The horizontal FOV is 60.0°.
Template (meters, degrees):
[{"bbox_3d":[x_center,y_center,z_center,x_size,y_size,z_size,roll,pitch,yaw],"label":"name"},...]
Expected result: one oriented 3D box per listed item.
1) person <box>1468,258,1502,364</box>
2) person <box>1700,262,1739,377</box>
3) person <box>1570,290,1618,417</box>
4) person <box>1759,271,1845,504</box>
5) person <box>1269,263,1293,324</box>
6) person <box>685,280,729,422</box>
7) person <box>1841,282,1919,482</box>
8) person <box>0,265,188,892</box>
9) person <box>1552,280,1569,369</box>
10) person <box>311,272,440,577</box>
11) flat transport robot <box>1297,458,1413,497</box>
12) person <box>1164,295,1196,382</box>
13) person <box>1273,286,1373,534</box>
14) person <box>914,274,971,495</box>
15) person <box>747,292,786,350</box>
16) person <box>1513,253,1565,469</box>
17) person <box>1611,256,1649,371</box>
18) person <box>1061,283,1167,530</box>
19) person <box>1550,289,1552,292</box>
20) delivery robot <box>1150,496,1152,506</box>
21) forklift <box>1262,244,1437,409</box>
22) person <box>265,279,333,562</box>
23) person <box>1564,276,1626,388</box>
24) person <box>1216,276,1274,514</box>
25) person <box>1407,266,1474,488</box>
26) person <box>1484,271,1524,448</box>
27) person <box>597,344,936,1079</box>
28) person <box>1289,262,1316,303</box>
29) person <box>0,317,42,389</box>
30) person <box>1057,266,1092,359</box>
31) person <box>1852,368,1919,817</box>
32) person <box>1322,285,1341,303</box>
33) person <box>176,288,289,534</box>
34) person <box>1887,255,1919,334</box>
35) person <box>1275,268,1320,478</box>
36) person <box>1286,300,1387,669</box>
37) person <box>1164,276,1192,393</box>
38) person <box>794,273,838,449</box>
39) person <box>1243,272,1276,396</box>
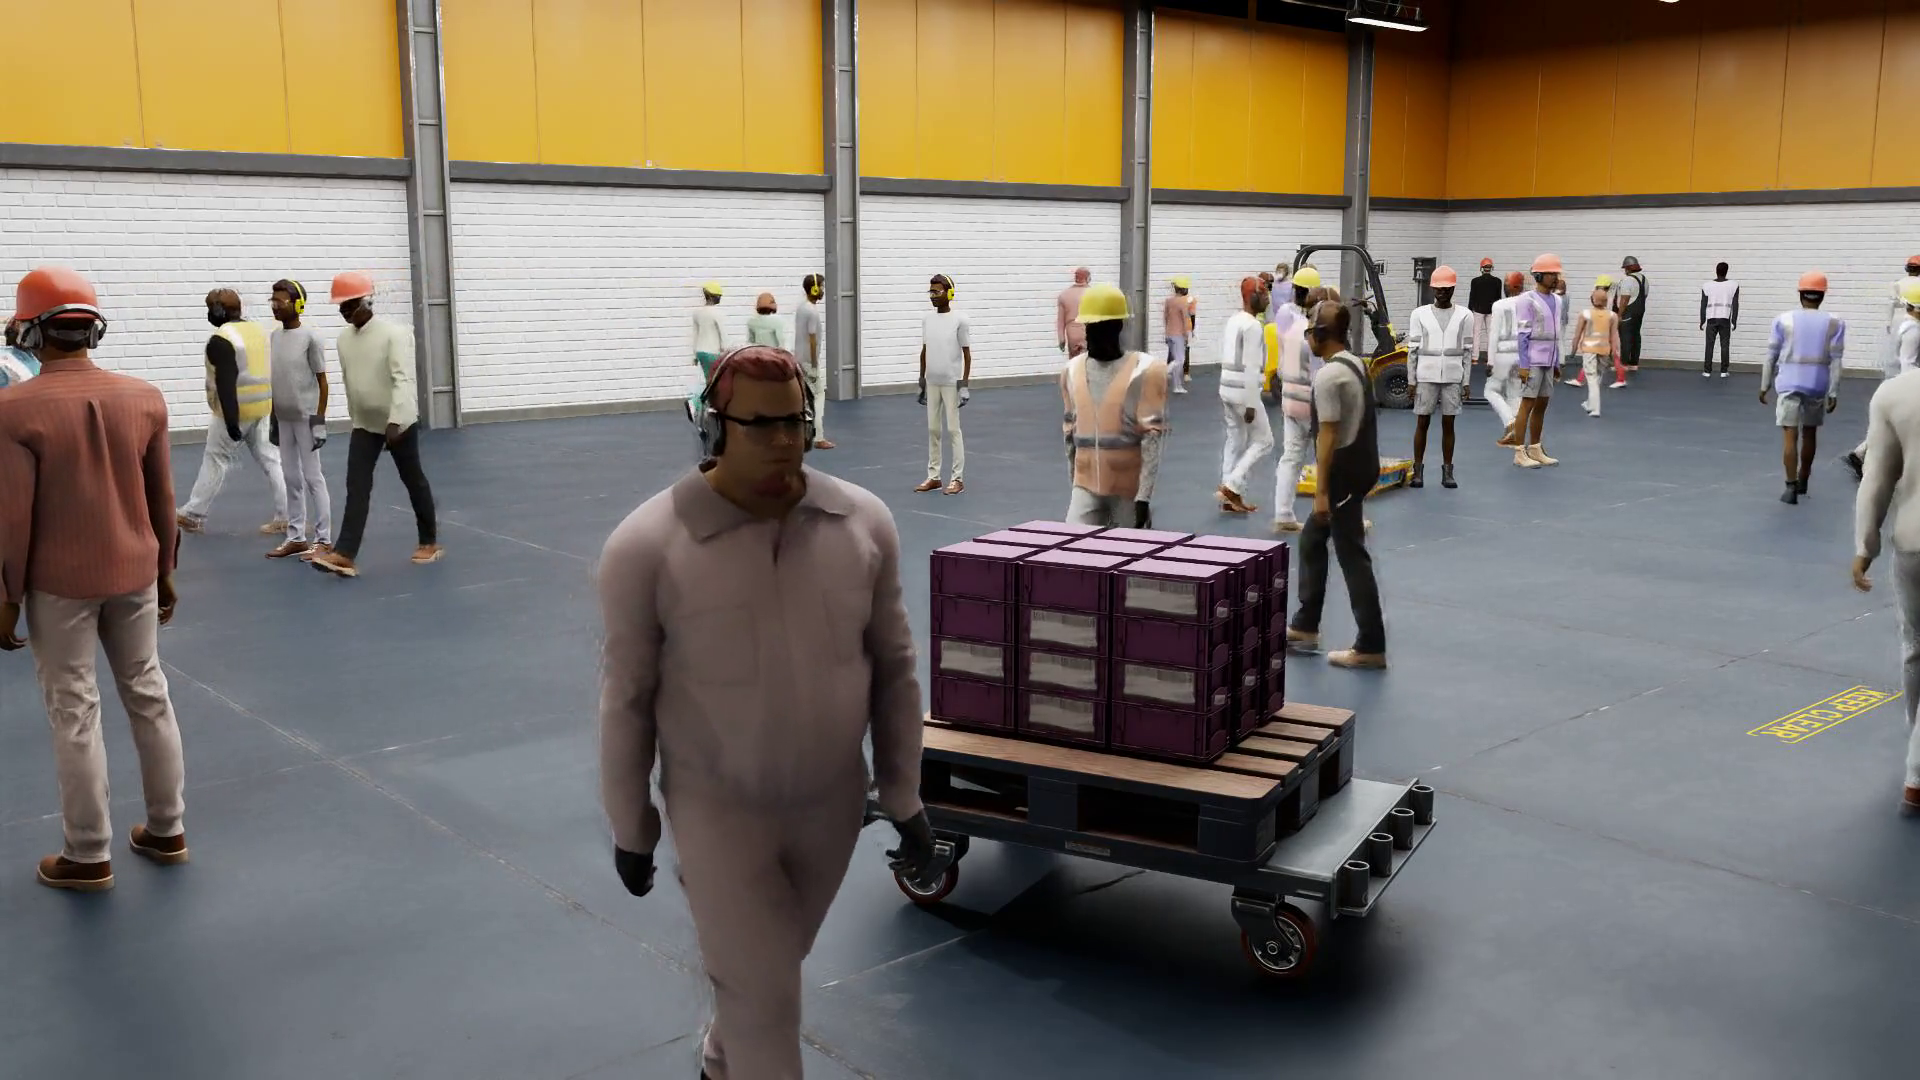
[{"bbox_3d":[9.812,-4.272,31.115,0.616,1.986,0.402,-1,10,-3],"label":"person"},{"bbox_3d":[12.764,-3.704,27.981,0.589,1.920,0.392,4,11,24],"label":"person"},{"bbox_3d":[8.051,-2.371,21.130,0.514,1.593,0.865,-1,10,-3],"label":"person"},{"bbox_3d":[6.998,-1.277,13.866,0.568,1.887,0.978,3,10,17],"label":"person"},{"bbox_3d":[5.398,-3.737,28.236,0.646,1.897,0.930,9,13,41],"label":"person"},{"bbox_3d":[-3.041,-2.238,19.910,0.533,1.735,0.695,7,12,37],"label":"person"},{"bbox_3d":[8.270,-1.357,14.582,0.777,1.805,0.598,3,10,18],"label":"person"},{"bbox_3d":[-2.816,0.123,5.353,0.397,1.992,0.623,6,11,30],"label":"person"},{"bbox_3d":[10.757,-3.880,29.910,0.363,1.605,0.639,-1,10,-5],"label":"person"},{"bbox_3d":[-3.743,-0.740,10.636,0.624,1.920,1.066,3,10,17],"label":"person"},{"bbox_3d":[3.444,-0.569,14.447,0.652,0.197,1.431,6,11,32],"label":"flat transport robot"},{"bbox_3d":[3.550,-3.391,26.830,0.531,1.691,0.318,4,11,23],"label":"person"},{"bbox_3d":[2.659,-0.930,12.084,0.810,1.807,0.624,-3,10,-15],"label":"person"},{"bbox_3d":[-0.151,-1.316,14.175,0.531,1.860,0.316,7,12,34],"label":"person"},{"bbox_3d":[-2.251,-2.049,19.198,0.547,1.616,0.608,5,11,27],"label":"person"},{"bbox_3d":[5.565,-1.710,15.934,0.607,2.048,0.365,-7,12,-37],"label":"person"},{"bbox_3d":[11.779,-4.001,29.365,0.676,2.000,0.536,-7,12,-35],"label":"person"},{"bbox_3d":[0.657,-0.249,7.845,0.594,1.889,0.912,6,12,33],"label":"person"},{"bbox_3d":[9.637,-3.484,27.528,0.501,1.633,0.289,4,10,22],"label":"person"},{"bbox_3d":[1.182,-0.426,12.502,0.477,0.478,0.707,-3,10,-14],"label":"delivery robot"},{"bbox_3d":[5.256,-2.933,22.661,2.313,2.155,1.214,3,10,16],"label":"forklift"},{"bbox_3d":[-4.419,-0.792,11.066,0.515,1.876,0.329,5,11,27],"label":"person"},{"bbox_3d":[9.810,-3.174,25.451,0.934,1.716,0.539,0,10,1],"label":"person"},{"bbox_3d":[2.234,-1.105,12.949,0.411,1.866,0.579,-2,10,-14],"label":"person"},{"bbox_3d":[4.186,-1.414,14.517,0.552,1.937,0.356,2,10,9],"label":"person"},{"bbox_3d":[5.802,-1.892,17.505,0.606,1.869,0.456,-4,10,-22],"label":"person"},{"bbox_3d":[-0.409,0.522,3.443,0.632,1.860,1.002,-6,11,-31],"label":"person"},{"bbox_3d":[4.394,-2.581,21.349,0.374,1.939,0.629,-1,10,-6],"label":"person"},{"bbox_3d":[-6.543,-0.761,11.625,0.482,1.625,0.521,3,10,19],"label":"person"},{"bbox_3d":[1.667,-2.685,22.125,0.649,1.885,0.677,4,11,24],"label":"person"},{"bbox_3d":[3.747,0.029,6.206,0.660,1.887,1.002,9,13,41],"label":"person"},{"bbox_3d":[3.965,-1.944,18.285,0.877,1.694,0.511,0,10,0],"label":"person"},{"bbox_3d":[-5.294,-0.919,12.047,0.995,1.784,0.627,1,10,8],"label":"person"},{"bbox_3d":[14.643,-3.367,25.647,0.614,2.040,0.391,8,13,39],"label":"person"},{"bbox_3d":[3.081,-1.503,15.099,0.378,1.918,0.585,7,12,37],"label":"person"},{"bbox_3d":[1.832,-0.280,8.282,0.773,1.800,0.592,5,11,29],"label":"person"},{"bbox_3d":[3.110,-2.982,24.302,0.663,1.745,0.535,-5,11,-27],"label":"person"},{"bbox_3d":[-1.655,-1.854,17.372,0.643,1.846,0.538,-5,11,-27],"label":"person"},{"bbox_3d":[4.296,-2.929,23.839,0.839,1.791,0.650,-2,10,-13],"label":"person"}]
